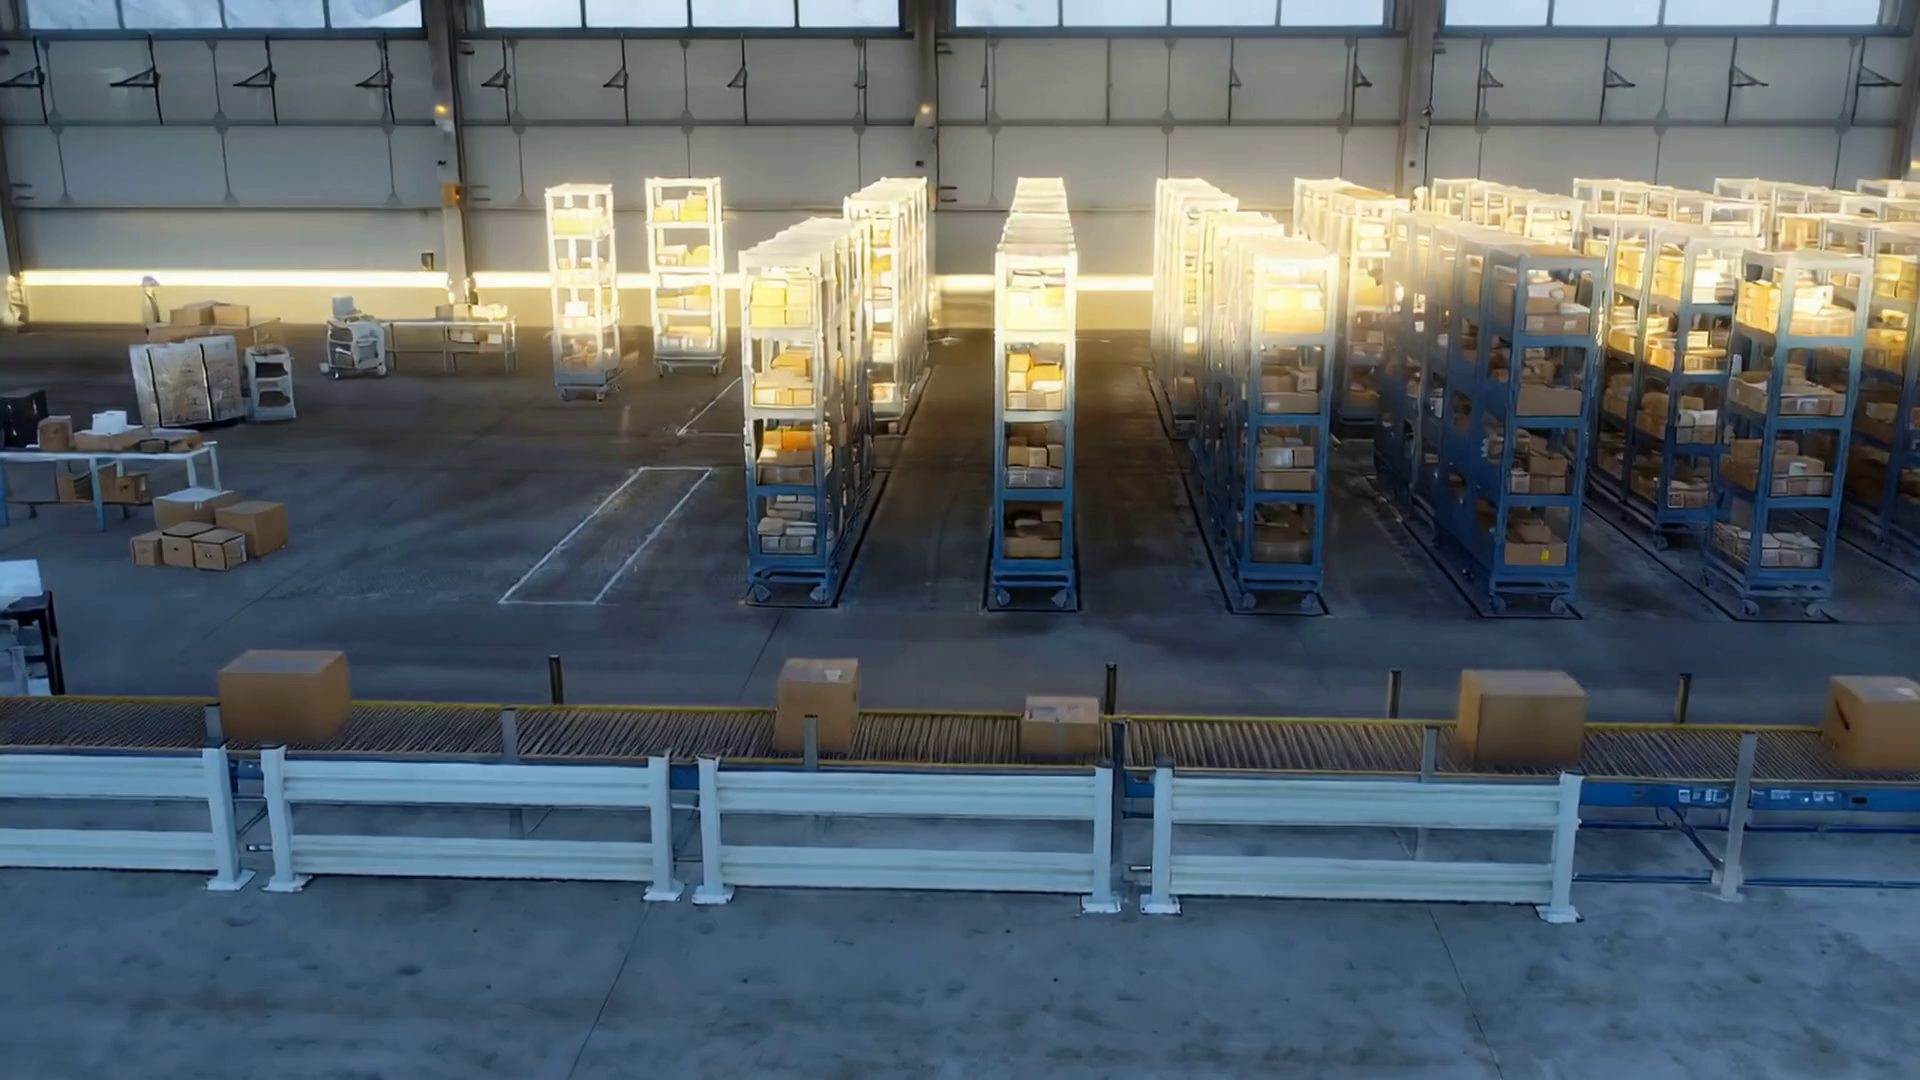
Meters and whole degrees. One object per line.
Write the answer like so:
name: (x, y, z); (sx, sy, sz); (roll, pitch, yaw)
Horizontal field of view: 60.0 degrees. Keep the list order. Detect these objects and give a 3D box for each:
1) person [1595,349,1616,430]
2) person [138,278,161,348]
person: (9.499, -2.296, 24.564); (0.374, 1.843, 0.568); (4, 15, 13)
person: (-15.162, -4.049, 31.245); (0.339, 1.749, 0.573); (-1, 15, -4)
